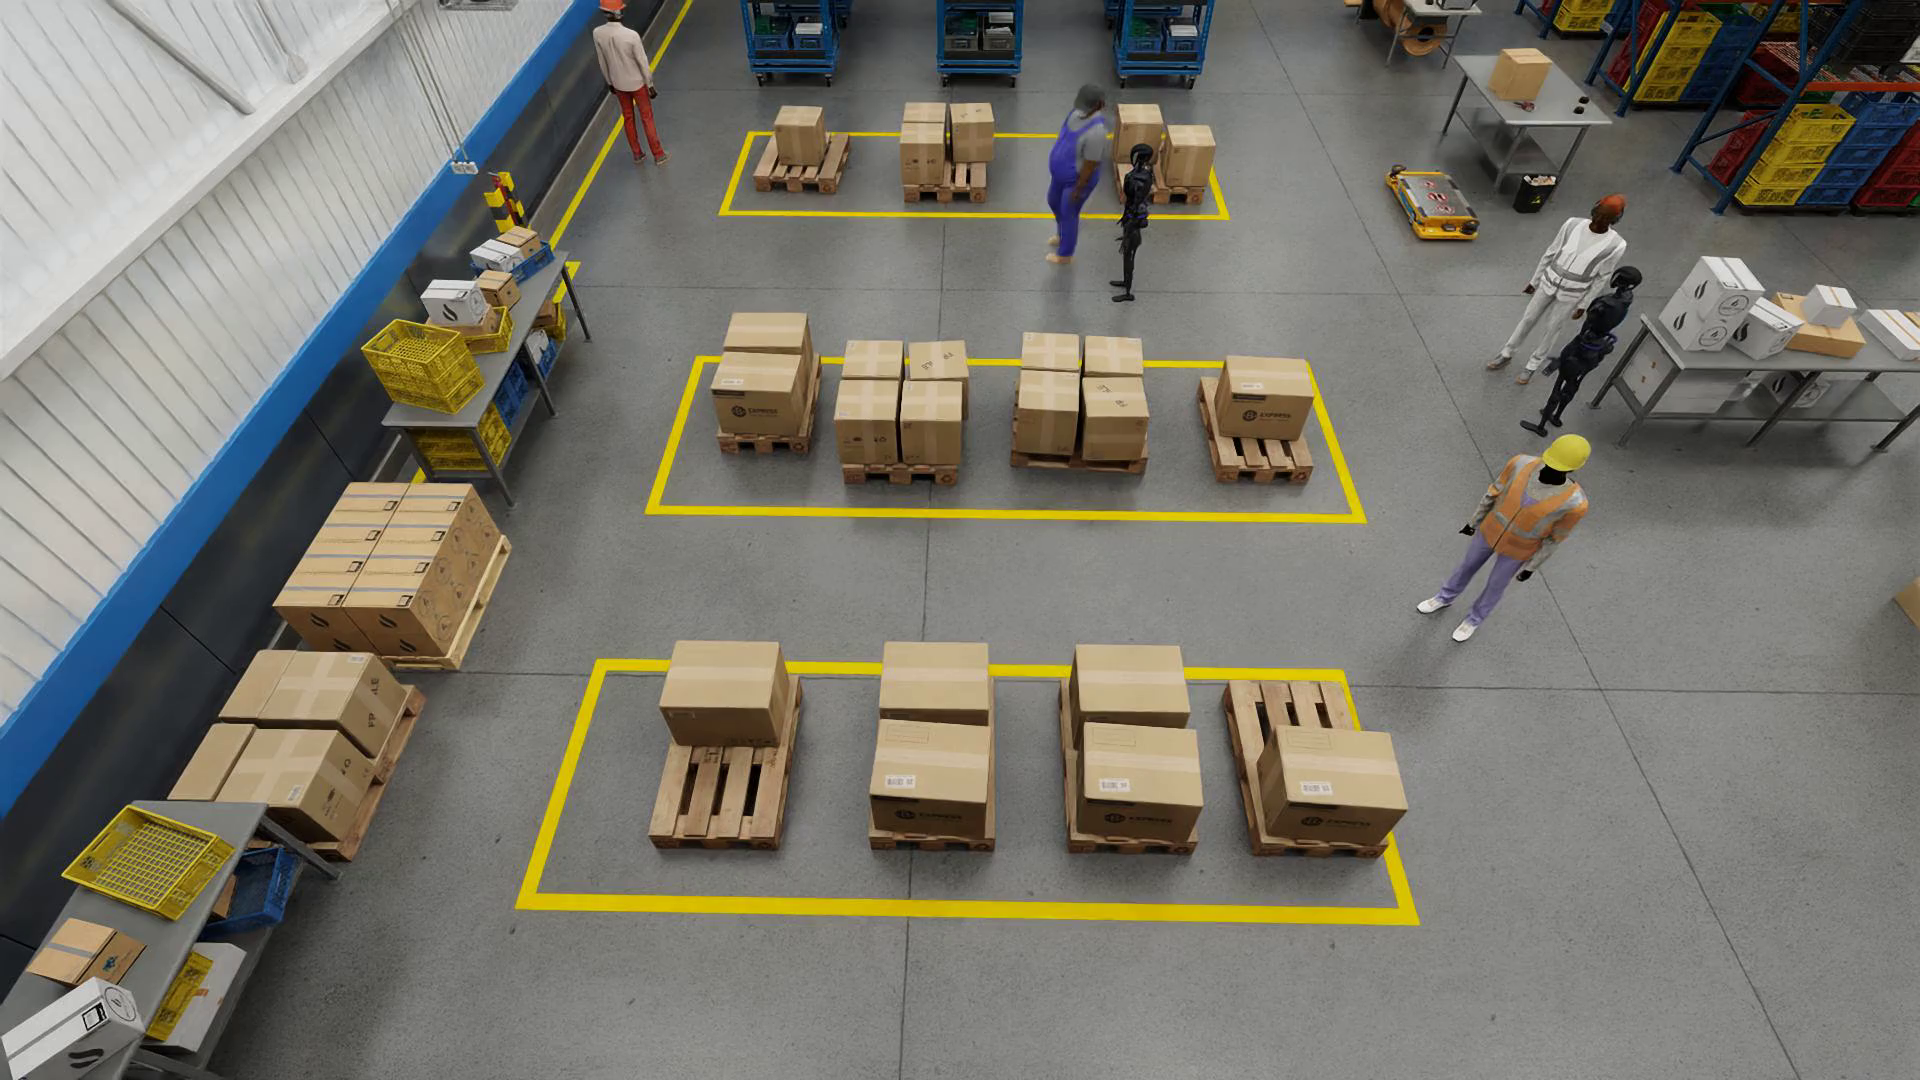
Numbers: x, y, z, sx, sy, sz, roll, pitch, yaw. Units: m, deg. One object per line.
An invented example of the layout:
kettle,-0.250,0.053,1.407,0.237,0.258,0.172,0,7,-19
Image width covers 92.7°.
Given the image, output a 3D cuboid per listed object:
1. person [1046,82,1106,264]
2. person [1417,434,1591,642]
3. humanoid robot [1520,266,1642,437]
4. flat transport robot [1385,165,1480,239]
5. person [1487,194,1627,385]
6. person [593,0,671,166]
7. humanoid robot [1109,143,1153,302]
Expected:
person,1.203,-3.904,9.741,0.539,2.000,0.712,-9,50,-7
person,3.845,-0.005,6.441,0.359,1.927,0.586,-25,54,-20
humanoid robot,5.437,-1.637,8.008,0.603,1.657,0.318,-23,53,-19
flat transport robot,5.692,-4.094,11.059,0.652,0.197,1.431,1,49,1
person,5.534,-2.295,8.451,0.357,1.884,0.571,-31,56,-24
person,-4.049,-5.624,11.262,0.622,1.990,0.387,8,50,7
humanoid robot,1.748,-3.245,9.401,0.326,1.657,0.592,2,49,2
